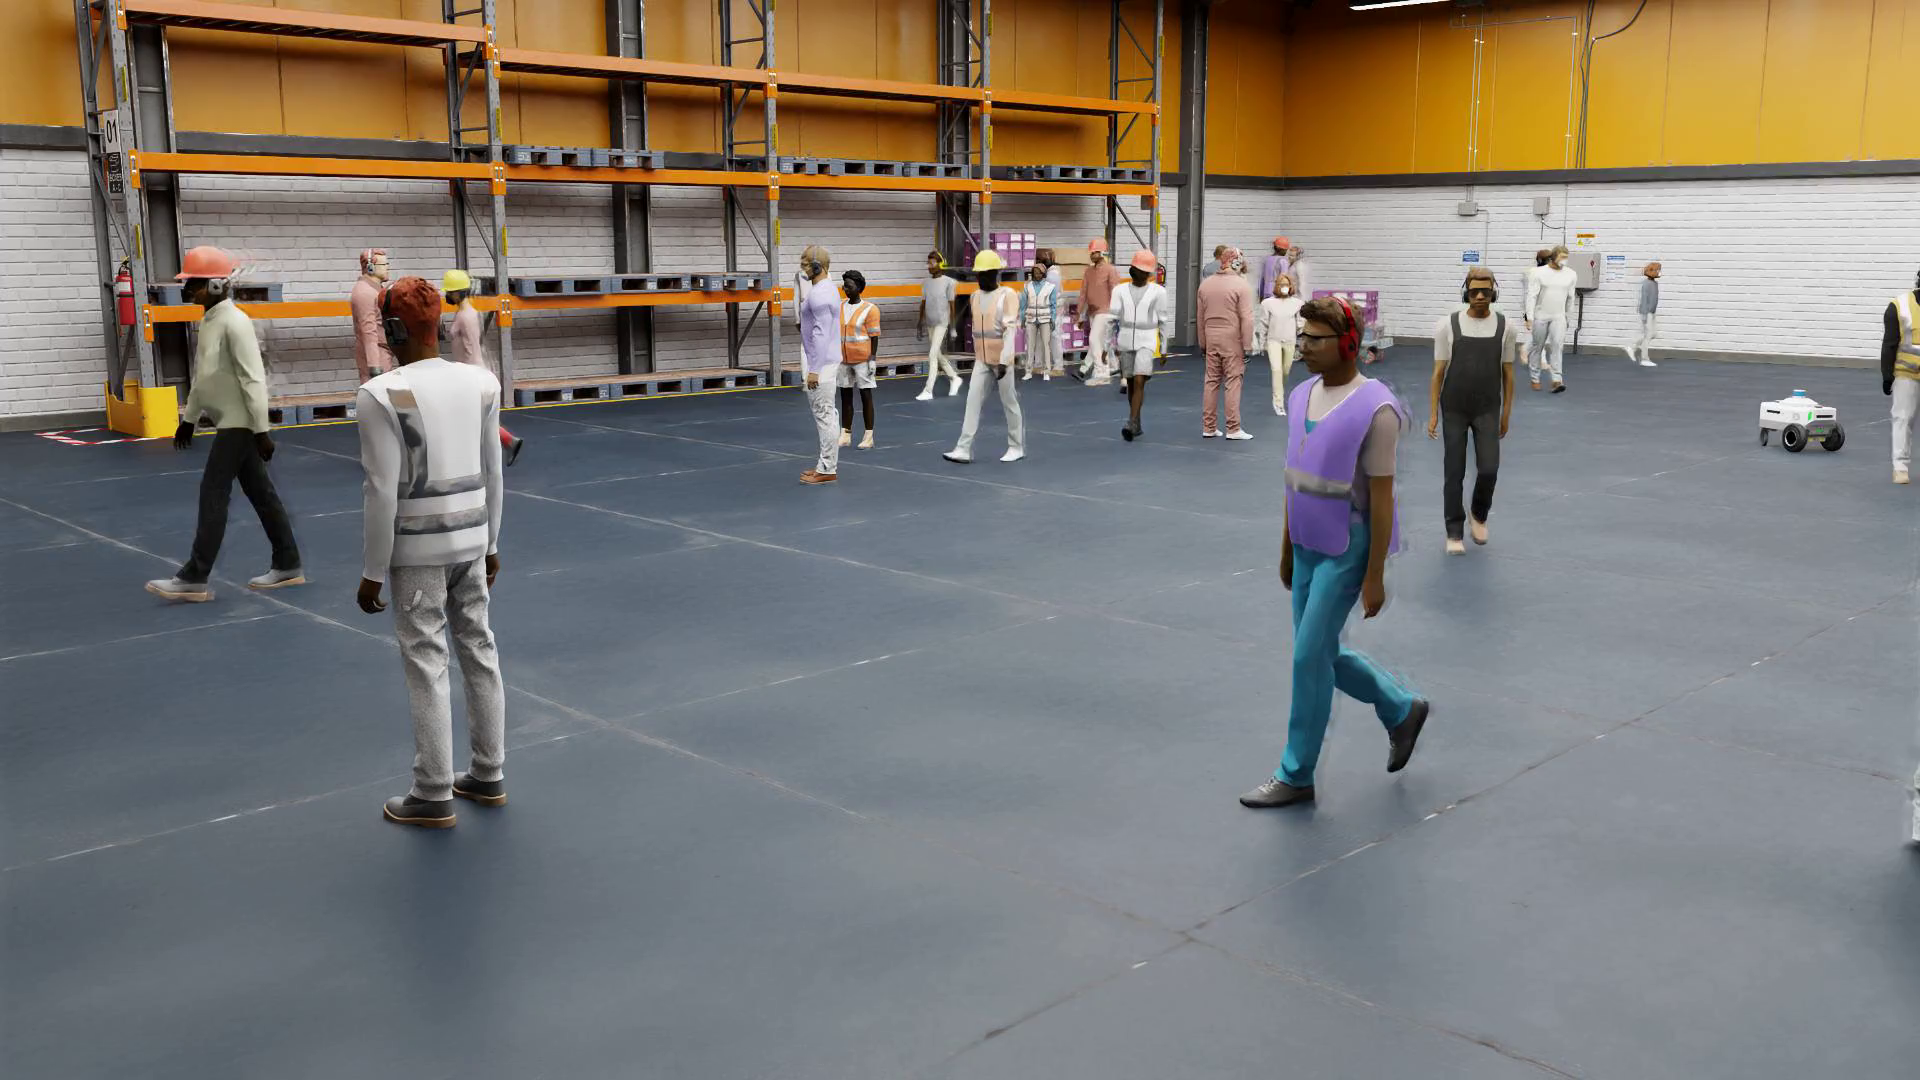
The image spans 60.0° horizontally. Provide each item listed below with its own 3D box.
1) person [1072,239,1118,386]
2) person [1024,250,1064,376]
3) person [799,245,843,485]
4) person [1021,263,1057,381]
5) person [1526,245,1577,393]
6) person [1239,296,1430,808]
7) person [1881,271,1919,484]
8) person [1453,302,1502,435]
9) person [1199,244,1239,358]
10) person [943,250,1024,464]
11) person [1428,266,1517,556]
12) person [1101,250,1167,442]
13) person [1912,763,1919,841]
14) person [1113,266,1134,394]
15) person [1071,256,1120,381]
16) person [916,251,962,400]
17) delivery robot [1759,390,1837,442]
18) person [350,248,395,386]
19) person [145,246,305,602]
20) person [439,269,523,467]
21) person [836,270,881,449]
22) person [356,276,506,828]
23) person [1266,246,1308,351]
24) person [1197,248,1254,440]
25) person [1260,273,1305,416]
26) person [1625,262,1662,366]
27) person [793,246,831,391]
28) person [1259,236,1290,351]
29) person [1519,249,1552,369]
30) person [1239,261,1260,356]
[{"bbox_3d":[1.800,-3.059,22.408,0.675,1.967,0.621,-6,12,-28],"label":"person"},{"bbox_3d":[1.183,-3.244,23.849,0.704,1.808,0.646,-1,10,-7],"label":"person"},{"bbox_3d":[-1.142,-1.413,13.530,0.372,1.940,0.632,0,10,0],"label":"person"},{"bbox_3d":[1.099,-3.042,23.226,0.514,1.639,0.310,3,11,15],"label":"person"},{"bbox_3d":[7.602,-2.831,21.385,0.663,1.882,1.004,1,10,5],"label":"person"},{"bbox_3d":[1.377,0.041,5.937,0.757,1.820,0.571,-4,11,-19],"label":"person"},{"bbox_3d":[7.783,-1.334,13.435,0.646,1.816,0.548,4,11,19],"label":"person"},{"bbox_3d":[5.206,-1.867,16.870,0.506,1.622,0.529,0,10,2],"label":"person"},{"bbox_3d":[4.272,-3.892,27.235,0.655,1.889,0.944,-2,11,-13],"label":"person"},{"bbox_3d":[0.236,-1.598,14.687,0.607,1.886,0.954,9,14,42],"label":"person"},{"bbox_3d":[3.236,-0.810,10.551,0.521,1.832,0.431,2,11,13],"label":"person"},{"bbox_3d":[1.713,-1.911,16.418,0.590,1.865,1.011,4,11,21],"label":"person"},{"bbox_3d":[3.534,0.169,5.573,0.918,1.693,0.494,-8,13,-39],"label":"person"},{"bbox_3d":[2.199,-2.623,20.802,0.559,1.683,0.367,3,11,13],"label":"person"},{"bbox_3d":[1.926,-3.106,23.232,0.961,1.770,0.630,-7,13,-35],"label":"person"},{"bbox_3d":[-0.265,-2.673,20.730,0.525,1.827,0.910,8,13,38],"label":"person"},{"bbox_3d":[7.941,-1.179,15.772,0.477,0.478,0.707,-2,11,-13],"label":"delivery robot"},{"bbox_3d":[-5.019,-1.554,14.383,0.403,1.911,0.637,-2,11,-12],"label":"person"},{"bbox_3d":[-4.175,-0.645,9.294,0.960,1.953,0.627,-7,12,-33],"label":"person"},{"bbox_3d":[-4.035,-1.384,13.897,0.581,1.741,0.545,-3,11,-15],"label":"person"},{"bbox_3d":[-1.001,-1.707,15.787,0.529,1.697,0.321,6,12,31],"label":"person"},{"bbox_3d":[-1.811,0.046,5.715,0.355,1.887,0.574,7,12,32],"label":"person"},{"bbox_3d":[5.852,-4.199,28.998,1.016,1.844,0.656,1,10,4],"label":"person"},{"bbox_3d":[2.663,-1.943,16.529,0.401,1.899,0.646,-9,14,-41],"label":"person"},{"bbox_3d":[3.663,-2.240,18.962,0.508,1.601,0.823,-1,10,-3],"label":"person"},{"bbox_3d":[10.658,-3.514,25.877,0.453,1.622,0.499,9,14,40],"label":"person"},{"bbox_3d":[-1.888,-2.863,21.590,0.574,1.883,0.361,6,12,28],"label":"person"},{"bbox_3d":[5.646,-4.309,29.183,0.959,1.998,0.647,-5,12,-27],"label":"person"},{"bbox_3d":[8.824,-3.524,25.365,0.633,1.817,0.751,-5,11,-25],"label":"person"},{"bbox_3d":[4.671,-3.895,27.991,0.867,1.587,0.515,2,11,10],"label":"person"}]
